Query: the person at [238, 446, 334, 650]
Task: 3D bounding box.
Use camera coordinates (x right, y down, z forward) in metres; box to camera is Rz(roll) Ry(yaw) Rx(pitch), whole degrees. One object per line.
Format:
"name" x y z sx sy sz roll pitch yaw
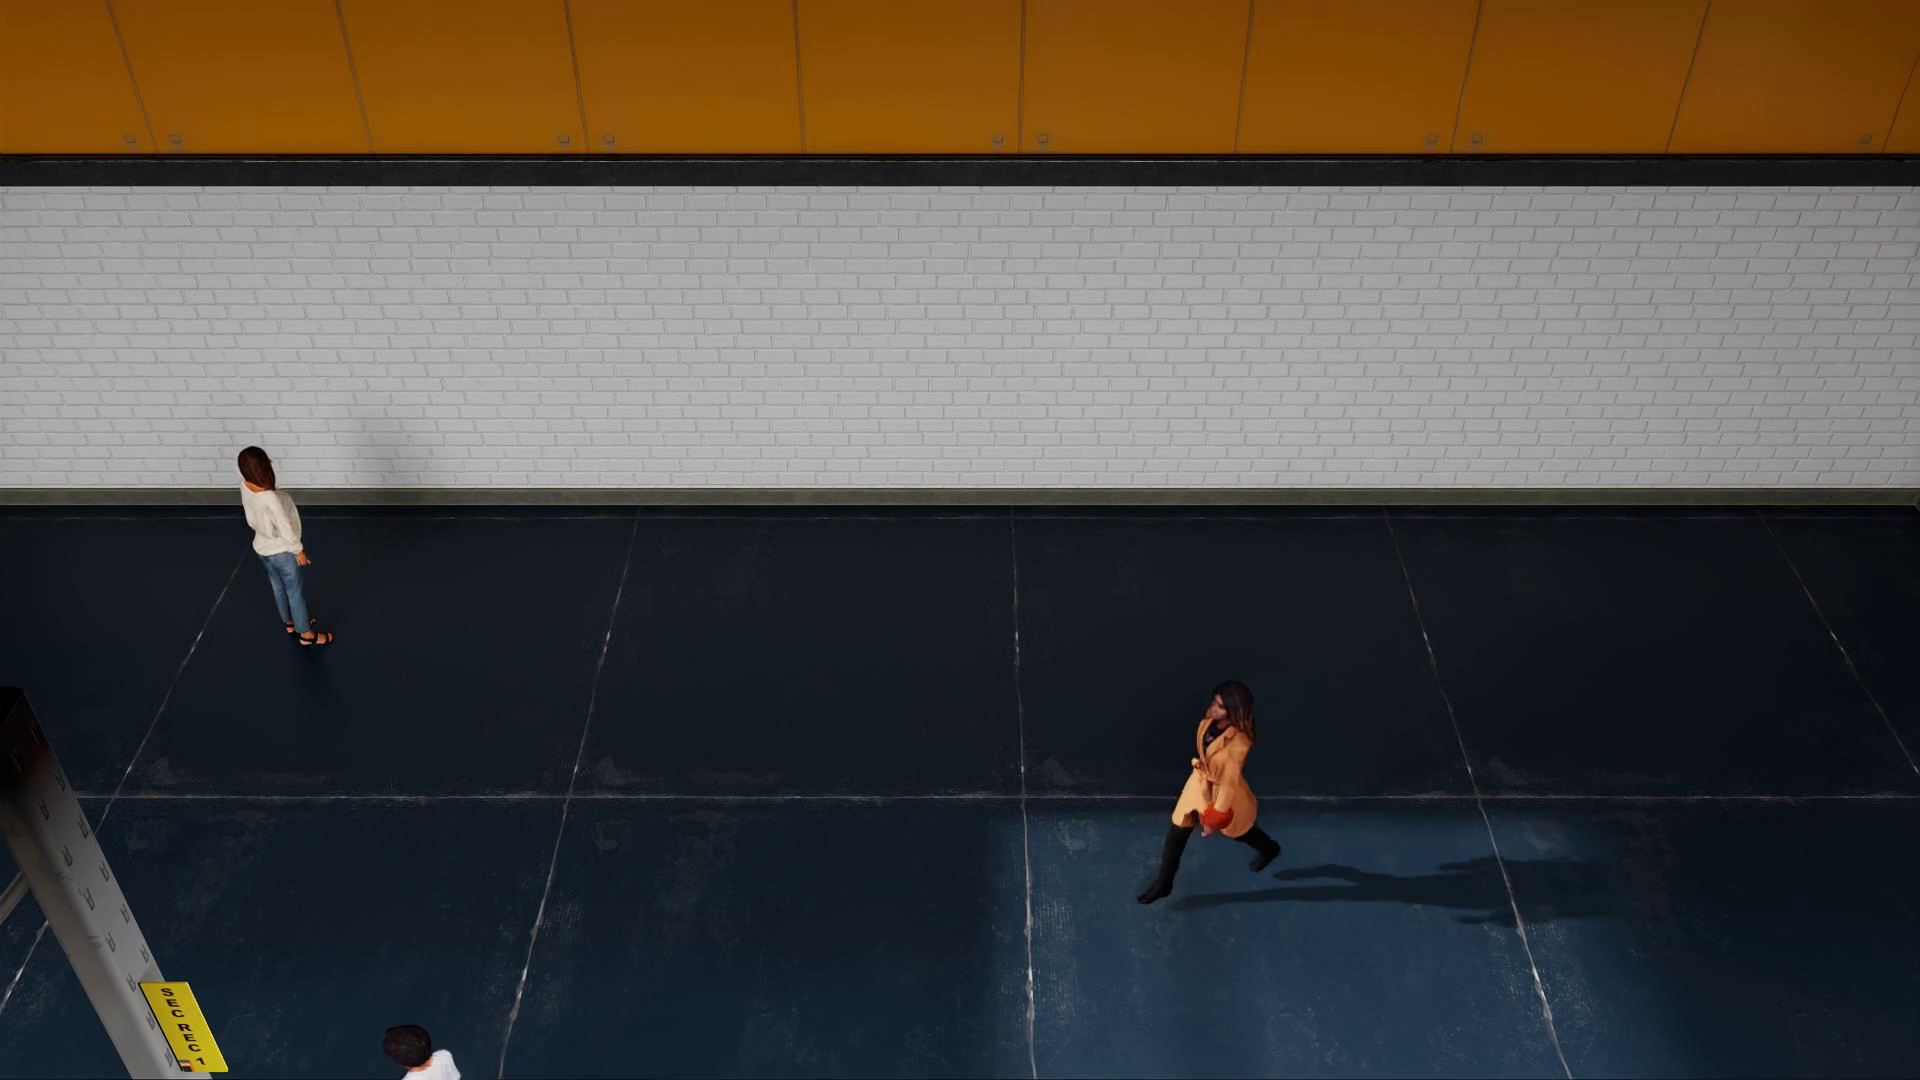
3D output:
"person" -4.792 0.046 11.678 0.700 1.682 0.749 28 47 31

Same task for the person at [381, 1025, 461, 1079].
"person" -2.613 2.917 8.436 0.826 1.241 0.861 23 44 26

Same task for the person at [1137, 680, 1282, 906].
"person" 1.614 1.506 9.856 1.087 1.675 1.245 -16 41 -19
